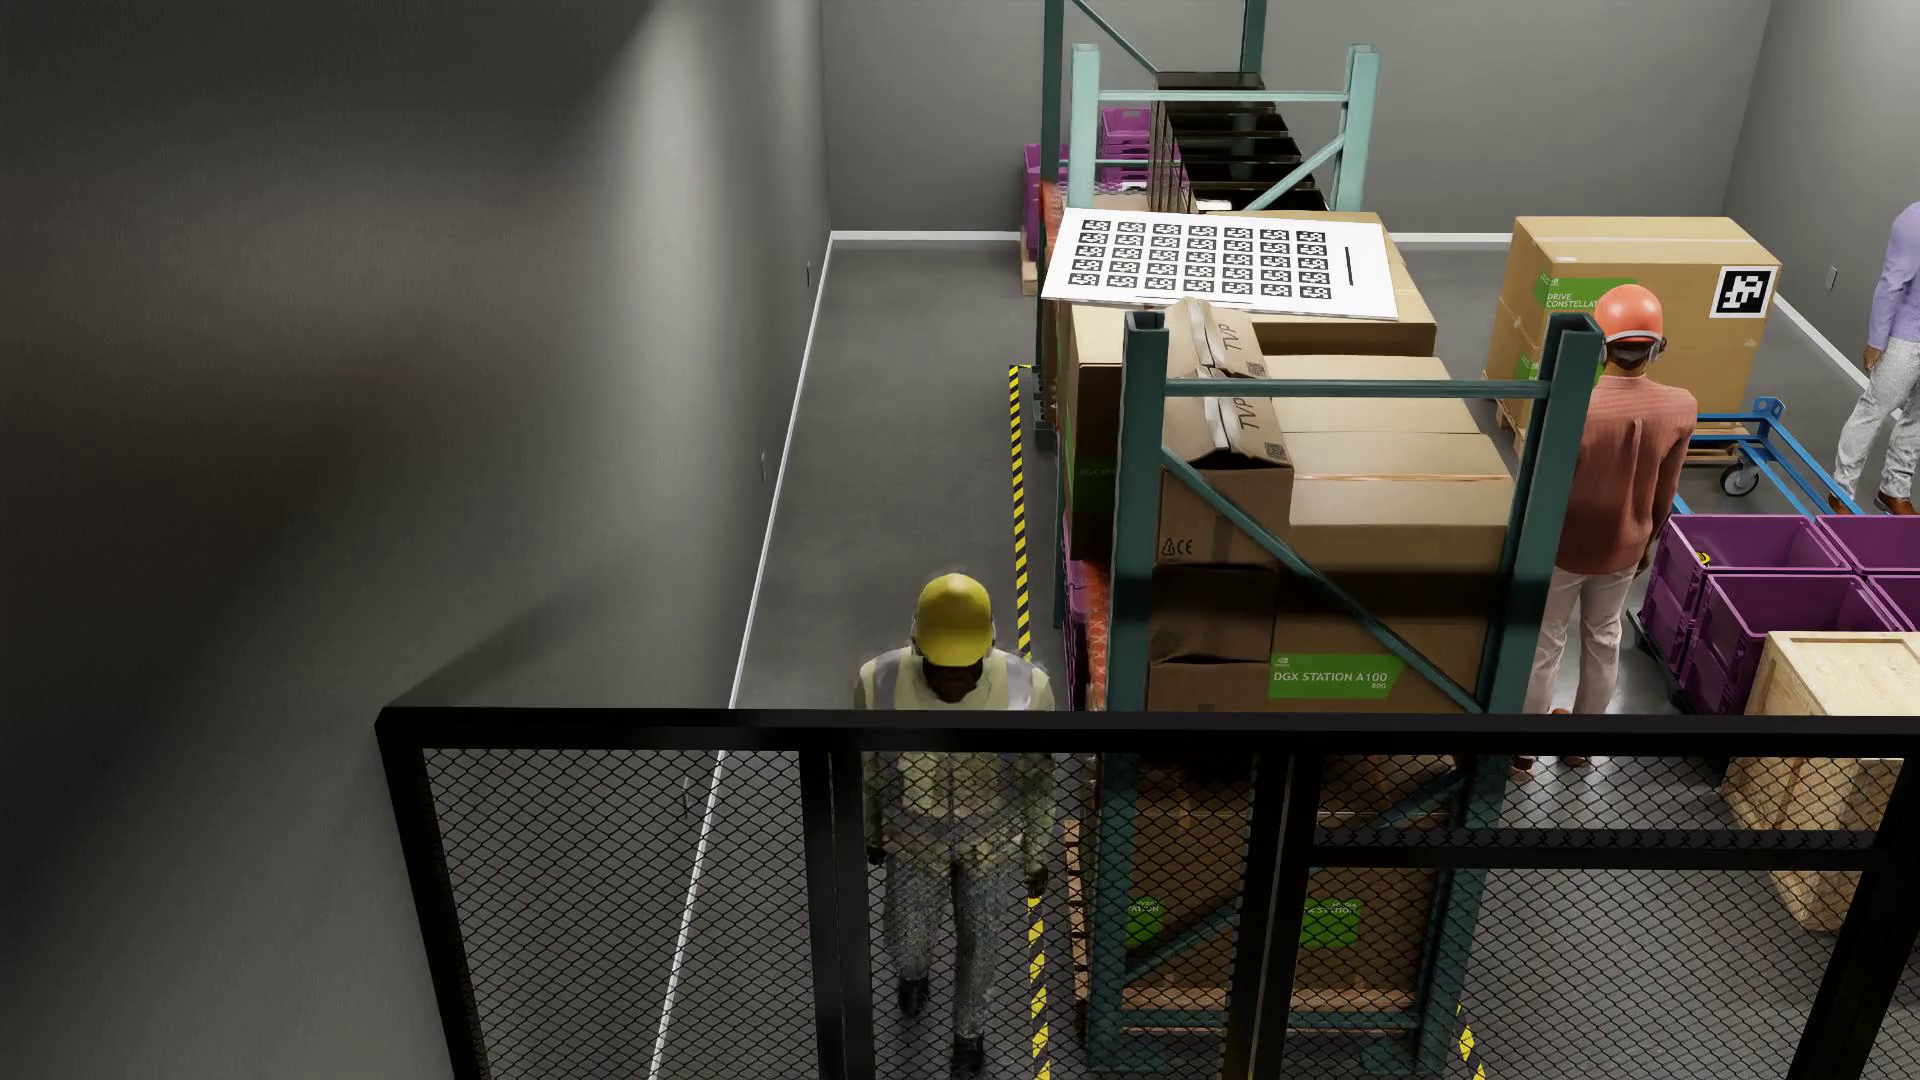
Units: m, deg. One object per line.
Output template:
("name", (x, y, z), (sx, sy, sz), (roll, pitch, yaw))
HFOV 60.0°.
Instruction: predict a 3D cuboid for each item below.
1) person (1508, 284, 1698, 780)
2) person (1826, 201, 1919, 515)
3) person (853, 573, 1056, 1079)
("person", (2.308, 0.009, 6.155), (0.613, 1.986, 0.389), (-7, 32, -12))
("person", (4.547, -0.944, 7.783), (0.629, 1.940, 0.376), (0, 31, 0))
("person", (-0.019, 0.859, 4.897), (0.598, 1.819, 0.424), (0, 31, 0))
